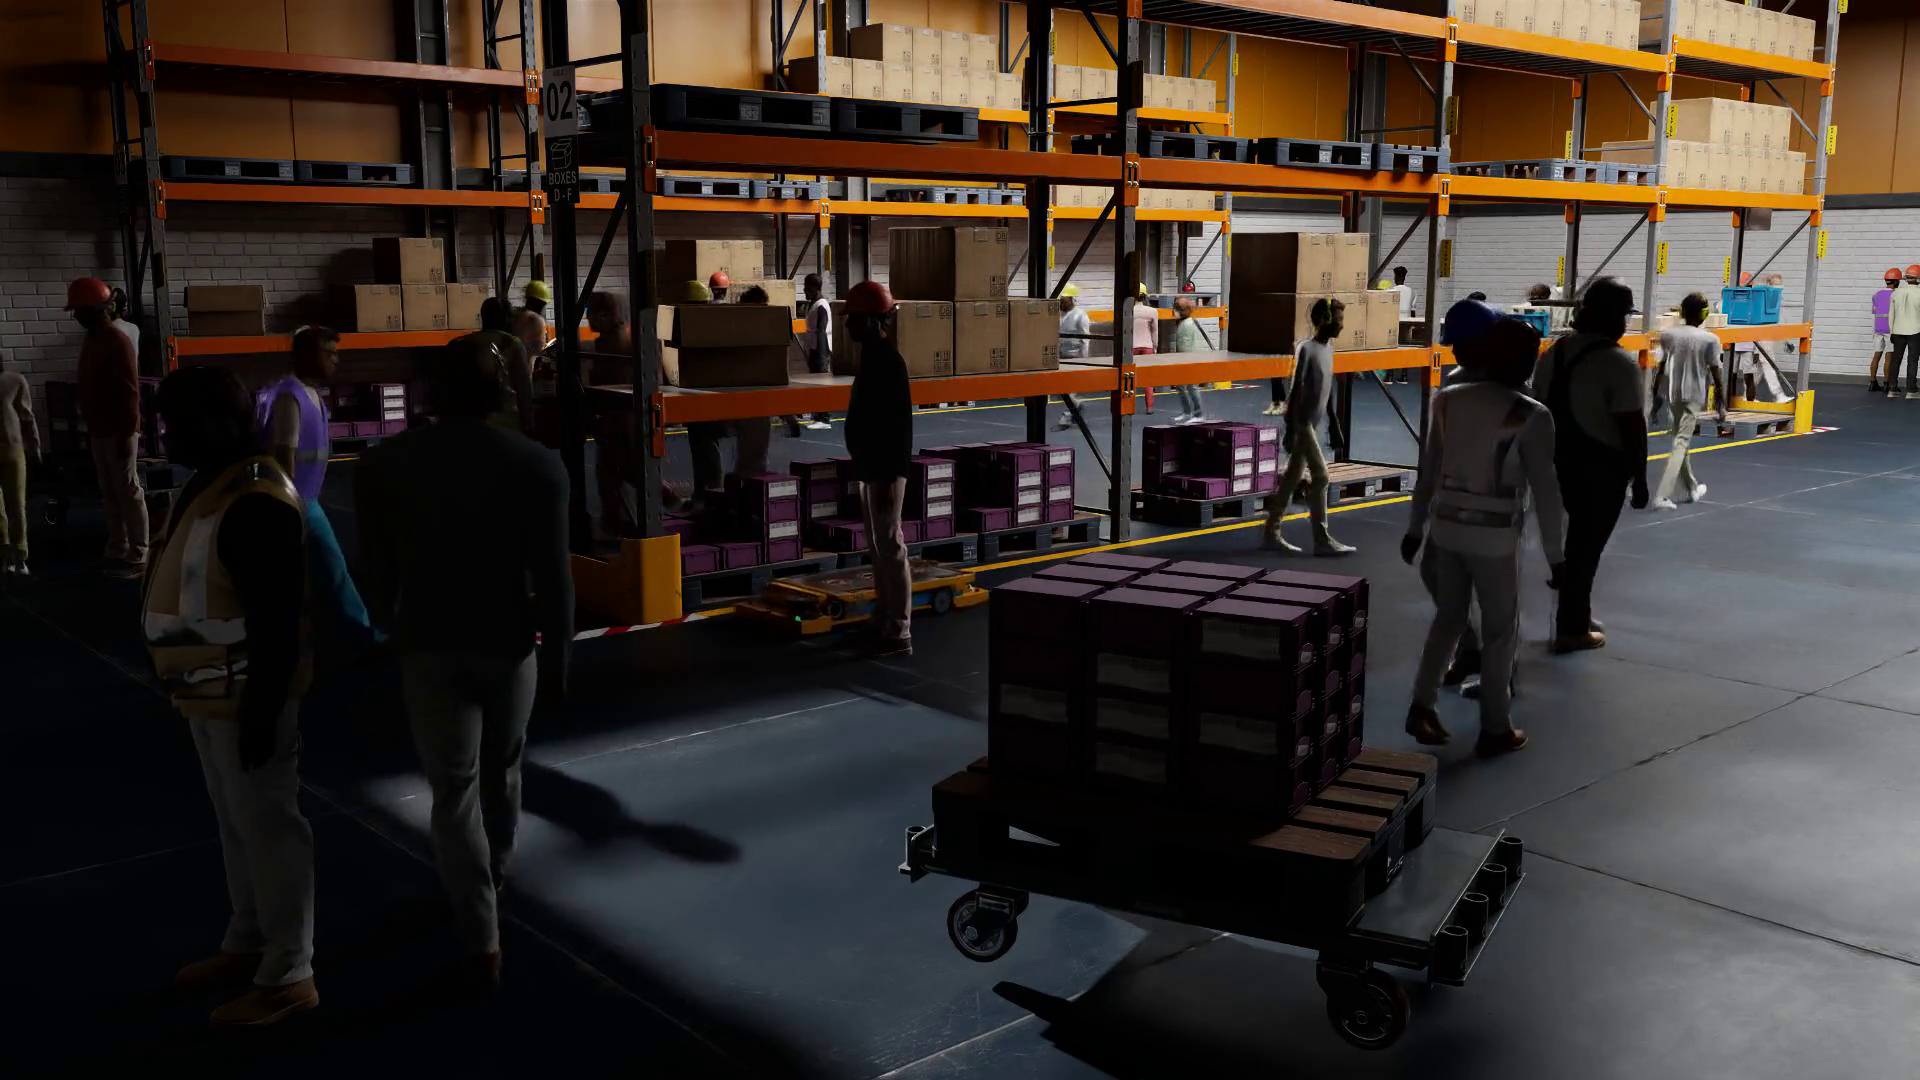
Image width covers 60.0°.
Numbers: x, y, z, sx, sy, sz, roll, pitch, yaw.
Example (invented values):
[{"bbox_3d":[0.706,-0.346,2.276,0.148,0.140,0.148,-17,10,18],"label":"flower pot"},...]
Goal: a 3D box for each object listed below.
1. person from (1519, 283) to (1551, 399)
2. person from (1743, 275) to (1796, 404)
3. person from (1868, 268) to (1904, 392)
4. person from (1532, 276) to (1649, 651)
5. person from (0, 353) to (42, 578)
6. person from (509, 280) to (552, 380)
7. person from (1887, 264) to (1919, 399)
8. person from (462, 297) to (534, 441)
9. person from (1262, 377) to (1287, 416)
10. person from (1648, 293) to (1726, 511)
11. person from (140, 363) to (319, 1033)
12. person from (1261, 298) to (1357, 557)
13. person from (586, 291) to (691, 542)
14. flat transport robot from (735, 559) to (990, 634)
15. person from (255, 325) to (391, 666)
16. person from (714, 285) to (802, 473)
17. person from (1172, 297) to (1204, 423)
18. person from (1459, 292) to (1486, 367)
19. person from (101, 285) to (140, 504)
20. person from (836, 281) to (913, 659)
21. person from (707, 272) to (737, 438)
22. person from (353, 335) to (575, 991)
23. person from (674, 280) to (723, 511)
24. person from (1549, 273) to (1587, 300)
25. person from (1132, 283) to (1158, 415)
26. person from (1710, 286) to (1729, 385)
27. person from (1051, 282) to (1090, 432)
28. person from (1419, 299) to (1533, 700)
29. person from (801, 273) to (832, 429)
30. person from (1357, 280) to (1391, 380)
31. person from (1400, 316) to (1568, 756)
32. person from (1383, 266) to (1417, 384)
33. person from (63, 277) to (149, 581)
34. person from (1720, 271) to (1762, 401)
[{"bbox_3d":[6.658,-2.089,19.440,0.530,1.819,0.692,-4,11,-23],"label":"person"},{"bbox_3d":[11.537,-2.822,23.590,0.674,1.851,0.980,-5,11,-25],"label":"person"},{"bbox_3d":[14.512,-3.273,26.005,0.355,1.938,0.543,-3,10,-19],"label":"person"},{"bbox_3d":[3.468,-0.414,8.965,0.640,2.000,0.714,-3,10,-17],"label":"person"},{"bbox_3d":[-6.347,-0.539,10.961,0.519,1.591,0.734,-5,11,-28],"label":"person"},{"bbox_3d":[-4.463,-1.704,16.988,0.633,1.875,0.605,7,12,36],"label":"person"},{"bbox_3d":[14.211,-3.114,24.900,0.374,1.997,0.614,-6,11,-30],"label":"person"},{"bbox_3d":[-3.282,-0.813,11.907,0.619,1.837,0.430,5,11,25],"label":"person"},{"bbox_3d":[4.212,-2.487,22.122,0.387,1.693,0.551,-3,10,-18],"label":"person"},{"bbox_3d":[6.162,-1.163,14.032,0.994,1.805,0.553,-8,13,-40],"label":"person"},{"bbox_3d":[-2.023,0.430,4.627,0.429,1.838,0.621,-7,12,-36],"label":"person"},{"bbox_3d":[2.544,-0.791,11.803,0.814,1.822,0.534,5,11,25],"label":"person"},{"bbox_3d":[-2.453,-0.919,12.413,0.745,1.871,0.682,-1,10,-8],"label":"person"},{"bbox_3d":[-0.554,0.314,9.872,1.431,0.197,0.652,-8,13,-40],"label":"flat transport robot"},{"bbox_3d":[-3.287,-0.176,8.339,0.993,1.775,0.672,-2,10,-9],"label":"person"},{"bbox_3d":[-1.439,-0.907,12.244,0.923,1.899,0.645,-9,13,-42],"label":"person"},{"bbox_3d":[2.895,-2.266,21.053,0.484,1.604,0.515,-1,10,-7],"label":"person"},{"bbox_3d":[6.220,-2.172,20.259,0.322,1.697,0.531,4,10,20],"label":"person"},{"bbox_3d":[-7.234,-1.243,14.301,0.318,1.876,0.531,1,10,6],"label":"person"},{"bbox_3d":[-0.449,-0.370,8.838,0.395,1.993,0.616,-2,10,-13],"label":"person"},{"bbox_3d":[-2.804,-2.170,19.530,0.552,1.942,0.342,6,11,31],"label":"person"},{"bbox_3d":[-1.498,0.322,5.102,0.617,1.877,1.010,-3,10,-17],"label":"person"},{"bbox_3d":[-2.140,-1.154,13.628,0.369,1.927,0.587,-6,11,-32],"label":"person"},{"bbox_3d":[10.186,-3.653,27.974,0.648,2.019,0.588,1,10,8],"label":"person"},{"bbox_3d":[2.399,-2.558,22.316,0.522,1.769,0.317,-1,10,-4],"label":"person"},{"bbox_3d":[12.613,-3.367,27.425,0.525,1.639,0.307,6,11,30],"label":"person"},{"bbox_3d":[1.329,-2.232,20.244,0.587,1.820,0.607,-9,13,-42],"label":"person"},{"bbox_3d":[2.472,-0.189,7.972,0.480,1.921,0.665,-4,10,-22],"label":"person"},{"bbox_3d":[-1.742,-2.318,20.499,0.399,1.914,0.591,-3,10,-16],"label":"person"},{"bbox_3d":[7.093,-3.577,28.381,0.526,1.728,0.778,-8,13,-40],"label":"person"},{"bbox_3d":[2.155,0.010,6.947,0.729,1.875,0.688,-7,12,-36],"label":"person"},{"bbox_3d":[7.273,-3.566,27.652,0.630,1.959,0.375,-2,10,-12],"label":"person"},{"bbox_3d":[-5.612,-0.724,10.945,0.608,1.984,0.397,9,13,42],"label":"person"},{"bbox_3d":[9.940,-2.446,21.192,0.382,1.930,0.540,-9,13,-42],"label":"person"}]
